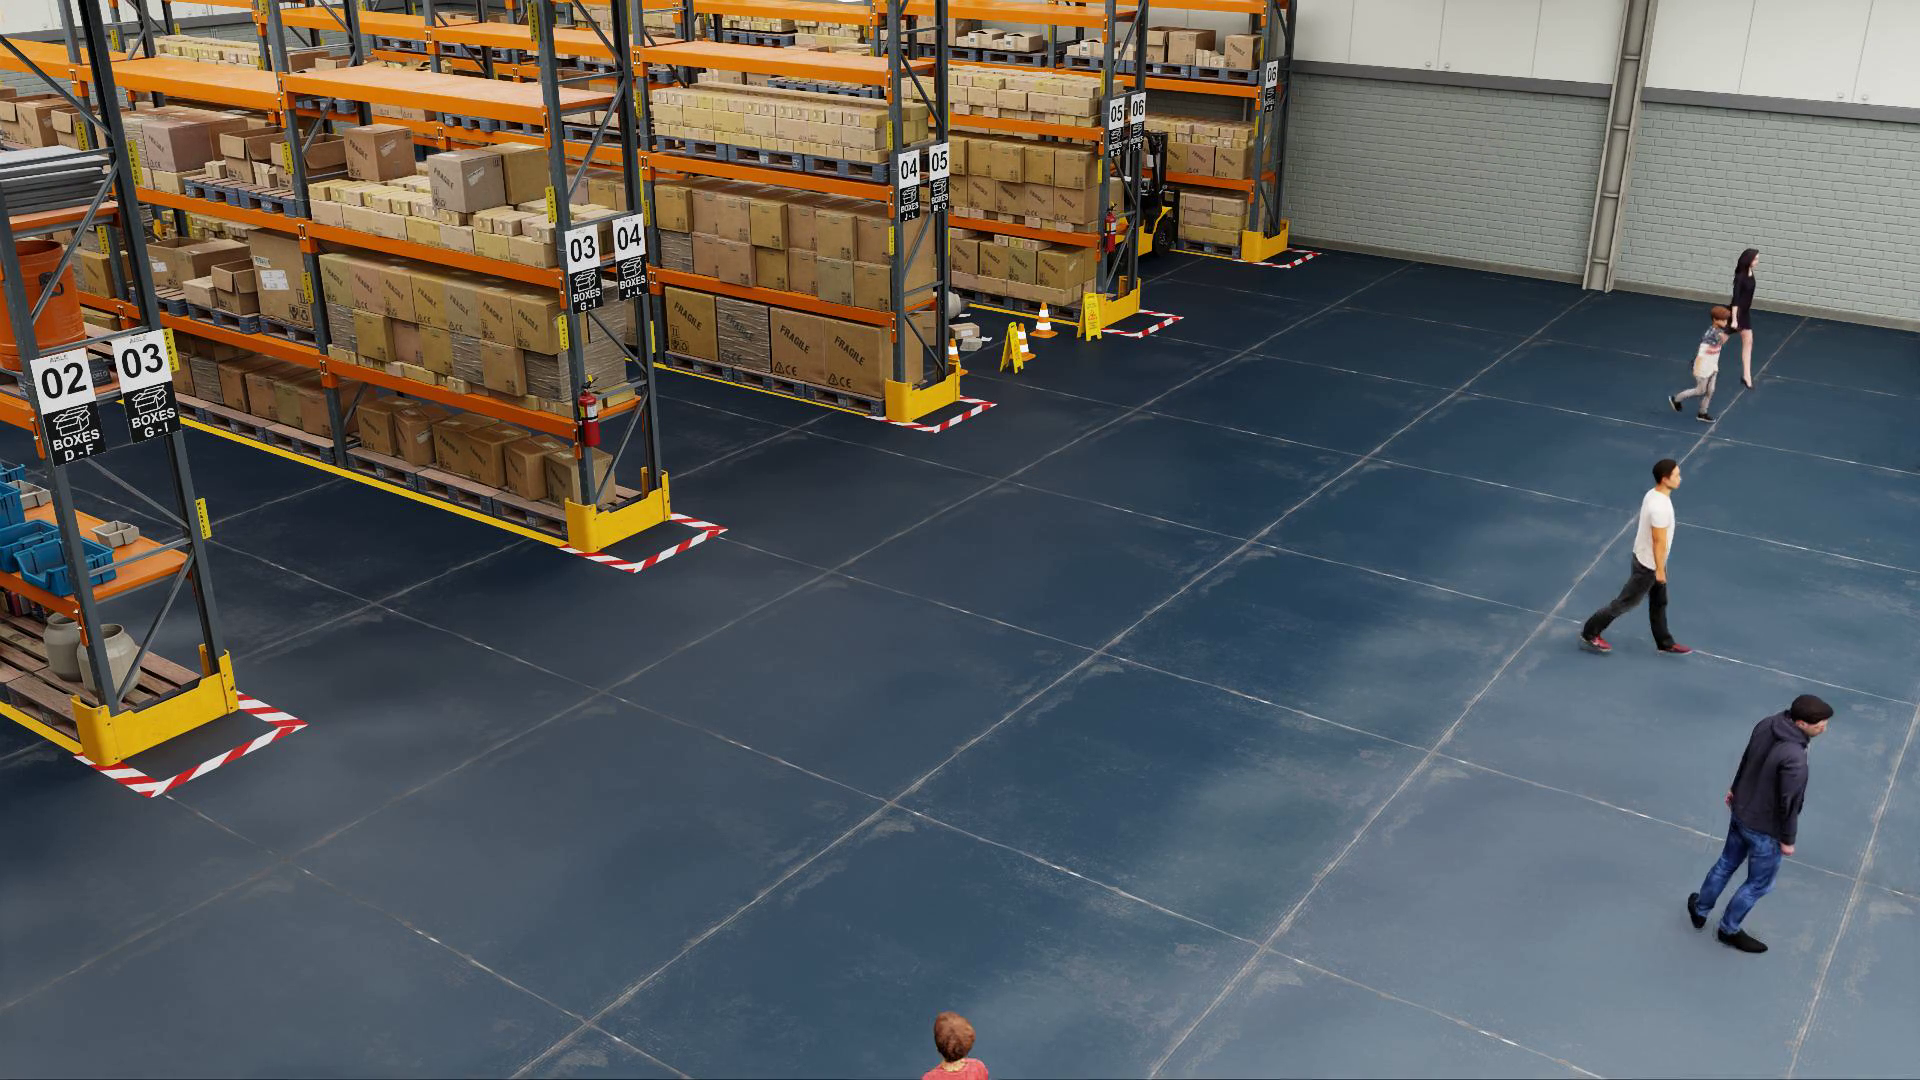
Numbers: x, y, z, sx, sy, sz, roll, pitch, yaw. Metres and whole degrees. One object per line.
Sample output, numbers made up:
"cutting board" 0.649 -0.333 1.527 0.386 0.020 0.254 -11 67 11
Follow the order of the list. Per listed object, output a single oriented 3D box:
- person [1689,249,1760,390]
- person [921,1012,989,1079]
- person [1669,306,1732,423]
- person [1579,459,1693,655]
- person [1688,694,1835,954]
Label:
"person" 9.779 -2.812 21.138 0.810 1.762 1.188 -19 29 -37
"person" -0.005 2.943 8.059 0.706 1.407 0.806 -11 25 -24
"person" 8.894 -2.120 19.941 0.647 1.425 0.830 -21 31 -40
"person" 5.744 0.175 14.112 1.235 1.763 0.891 8 24 17
"person" 4.926 1.716 10.372 0.950 1.854 0.956 -5 24 -12
